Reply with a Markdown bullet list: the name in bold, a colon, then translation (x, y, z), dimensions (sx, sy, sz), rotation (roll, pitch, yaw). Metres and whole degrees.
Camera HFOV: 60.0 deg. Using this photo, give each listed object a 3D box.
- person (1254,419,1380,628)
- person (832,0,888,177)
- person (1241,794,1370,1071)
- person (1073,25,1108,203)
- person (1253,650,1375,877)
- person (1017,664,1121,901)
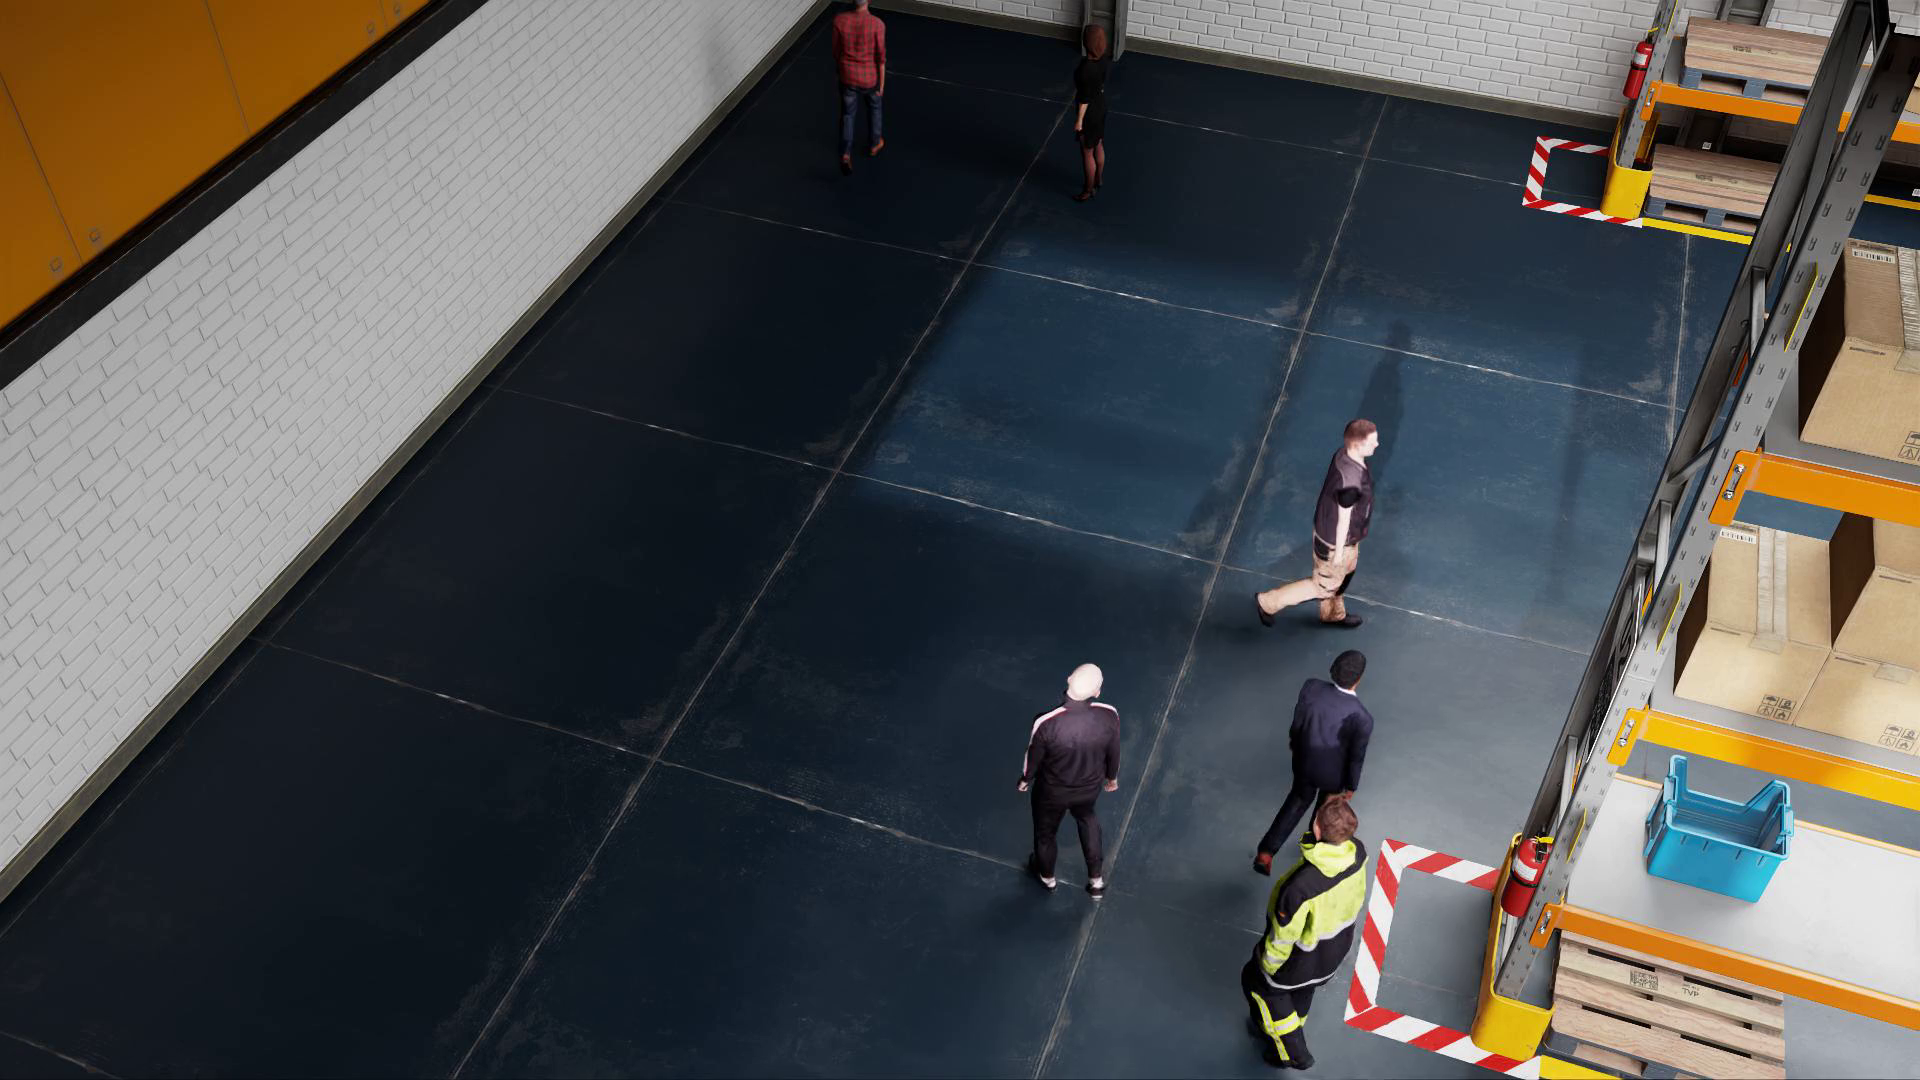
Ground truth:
- **person**: translation (2.397, -0.069, 10.964), dimensions (1.023, 1.822, 0.759), rotation (8, 44, 9)
- **person**: translation (-0.956, -4.244, 15.357), dimensions (1.102, 1.806, 0.868), rotation (8, 44, 8)
- **person**: translation (1.848, 2.100, 8.592), dimensions (0.977, 1.953, 0.950), rotation (34, 53, 31)
- **person**: translation (1.183, -3.842, 15.013), dimensions (0.553, 1.699, 0.621), rotation (22, 48, 21)
- **person**: translation (2.025, 1.339, 9.576), dimensions (1.027, 1.698, 0.954), rotation (35, 53, 31)
- **person**: translation (0.658, 1.464, 9.364), dimensions (0.928, 1.809, 0.985), rotation (-15, 46, -16)
